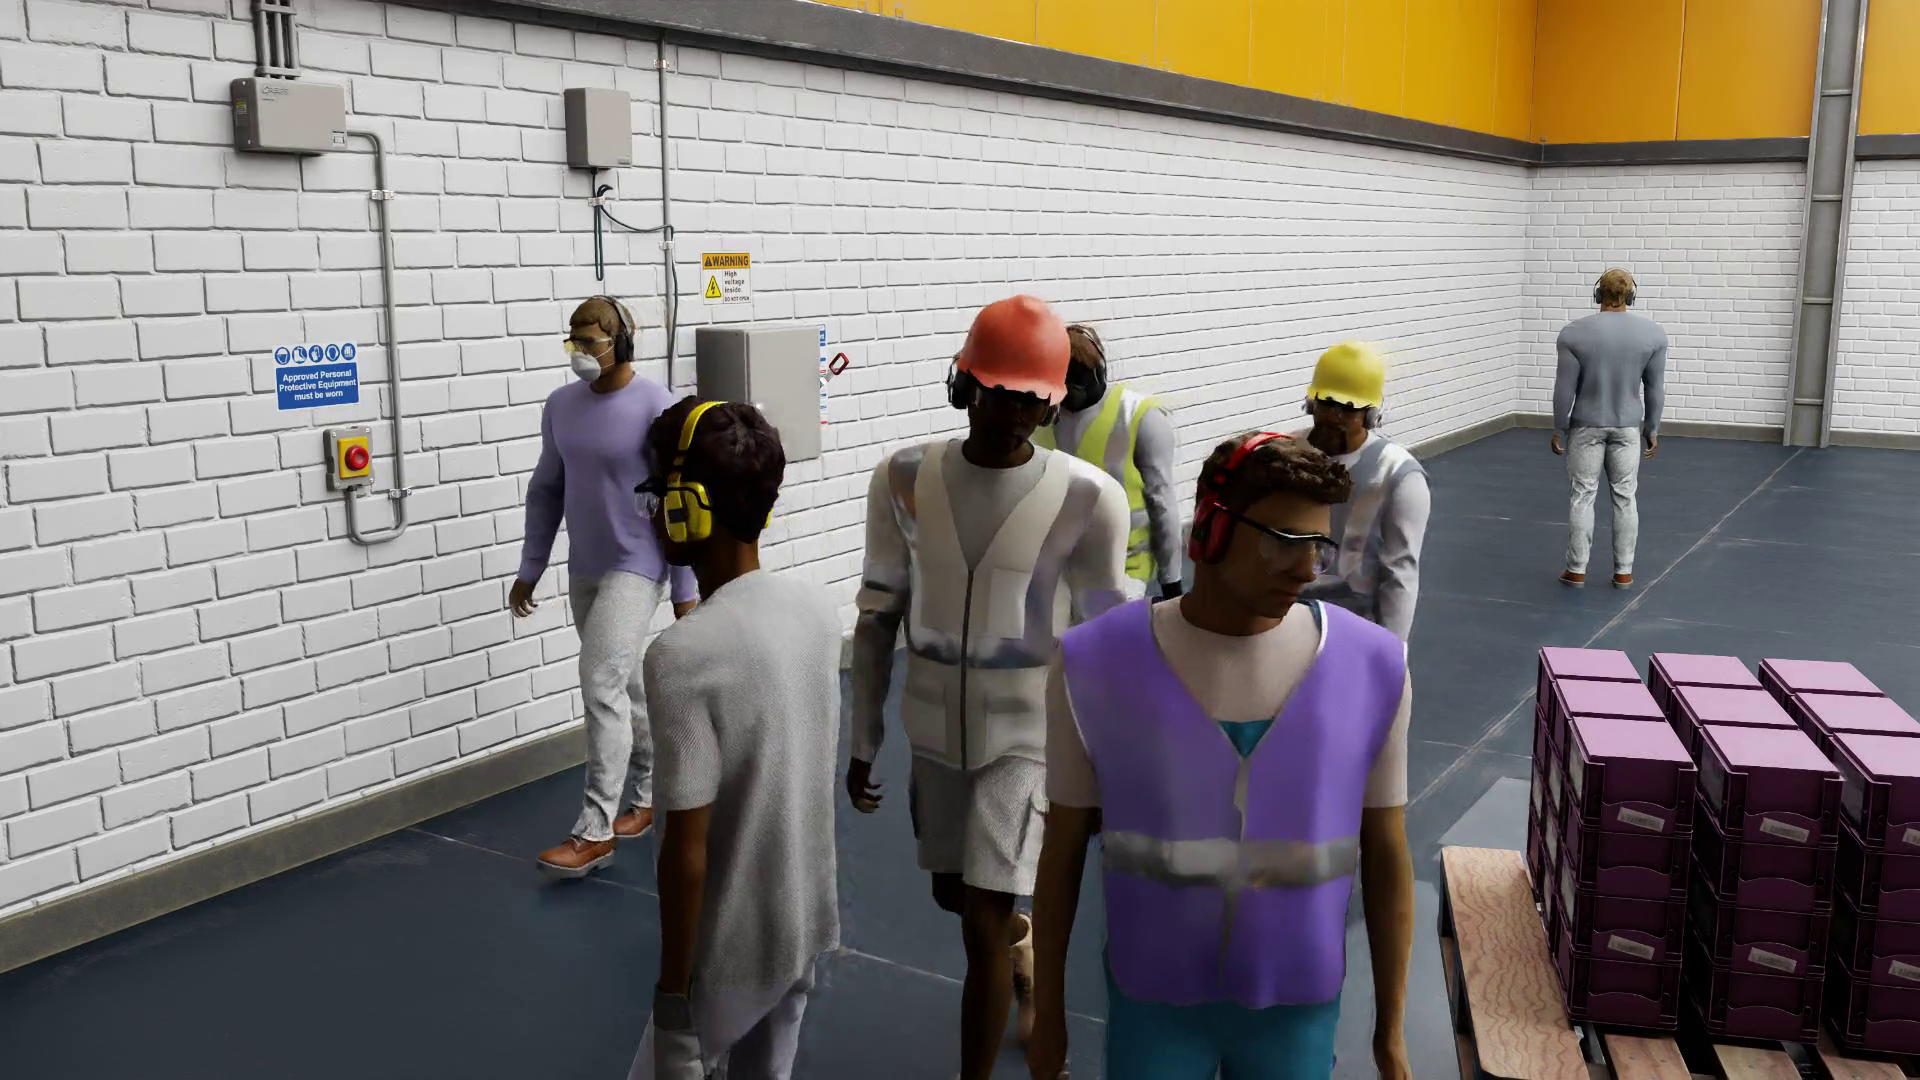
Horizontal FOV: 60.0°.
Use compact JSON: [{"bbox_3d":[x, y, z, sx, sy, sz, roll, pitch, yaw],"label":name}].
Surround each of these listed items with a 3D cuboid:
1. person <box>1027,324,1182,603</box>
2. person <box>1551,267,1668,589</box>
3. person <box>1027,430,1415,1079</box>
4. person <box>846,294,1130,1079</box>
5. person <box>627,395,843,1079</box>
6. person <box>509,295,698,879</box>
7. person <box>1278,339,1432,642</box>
[{"bbox_3d":[0.437,0.128,6.024,0.649,1.799,0.773,8,13,36],"label":"person"},{"bbox_3d":[3.895,-0.665,10.034,0.638,1.938,0.357,2,10,11],"label":"person"},{"bbox_3d":[0.408,0.735,2.606,0.596,1.820,0.522,0,10,-3],"label":"person"},{"bbox_3d":[0.093,0.424,3.880,0.625,1.999,0.946,4,11,21],"label":"person"},{"bbox_3d":[-0.375,0.688,2.780,0.384,1.853,0.536,6,12,29],"label":"person"},{"bbox_3d":[-1.262,0.152,5.578,0.642,1.913,0.837,8,13,39],"label":"person"},{"bbox_3d":[1.122,0.287,5.117,0.421,1.808,0.619,-9,14,-41],"label":"person"}]
